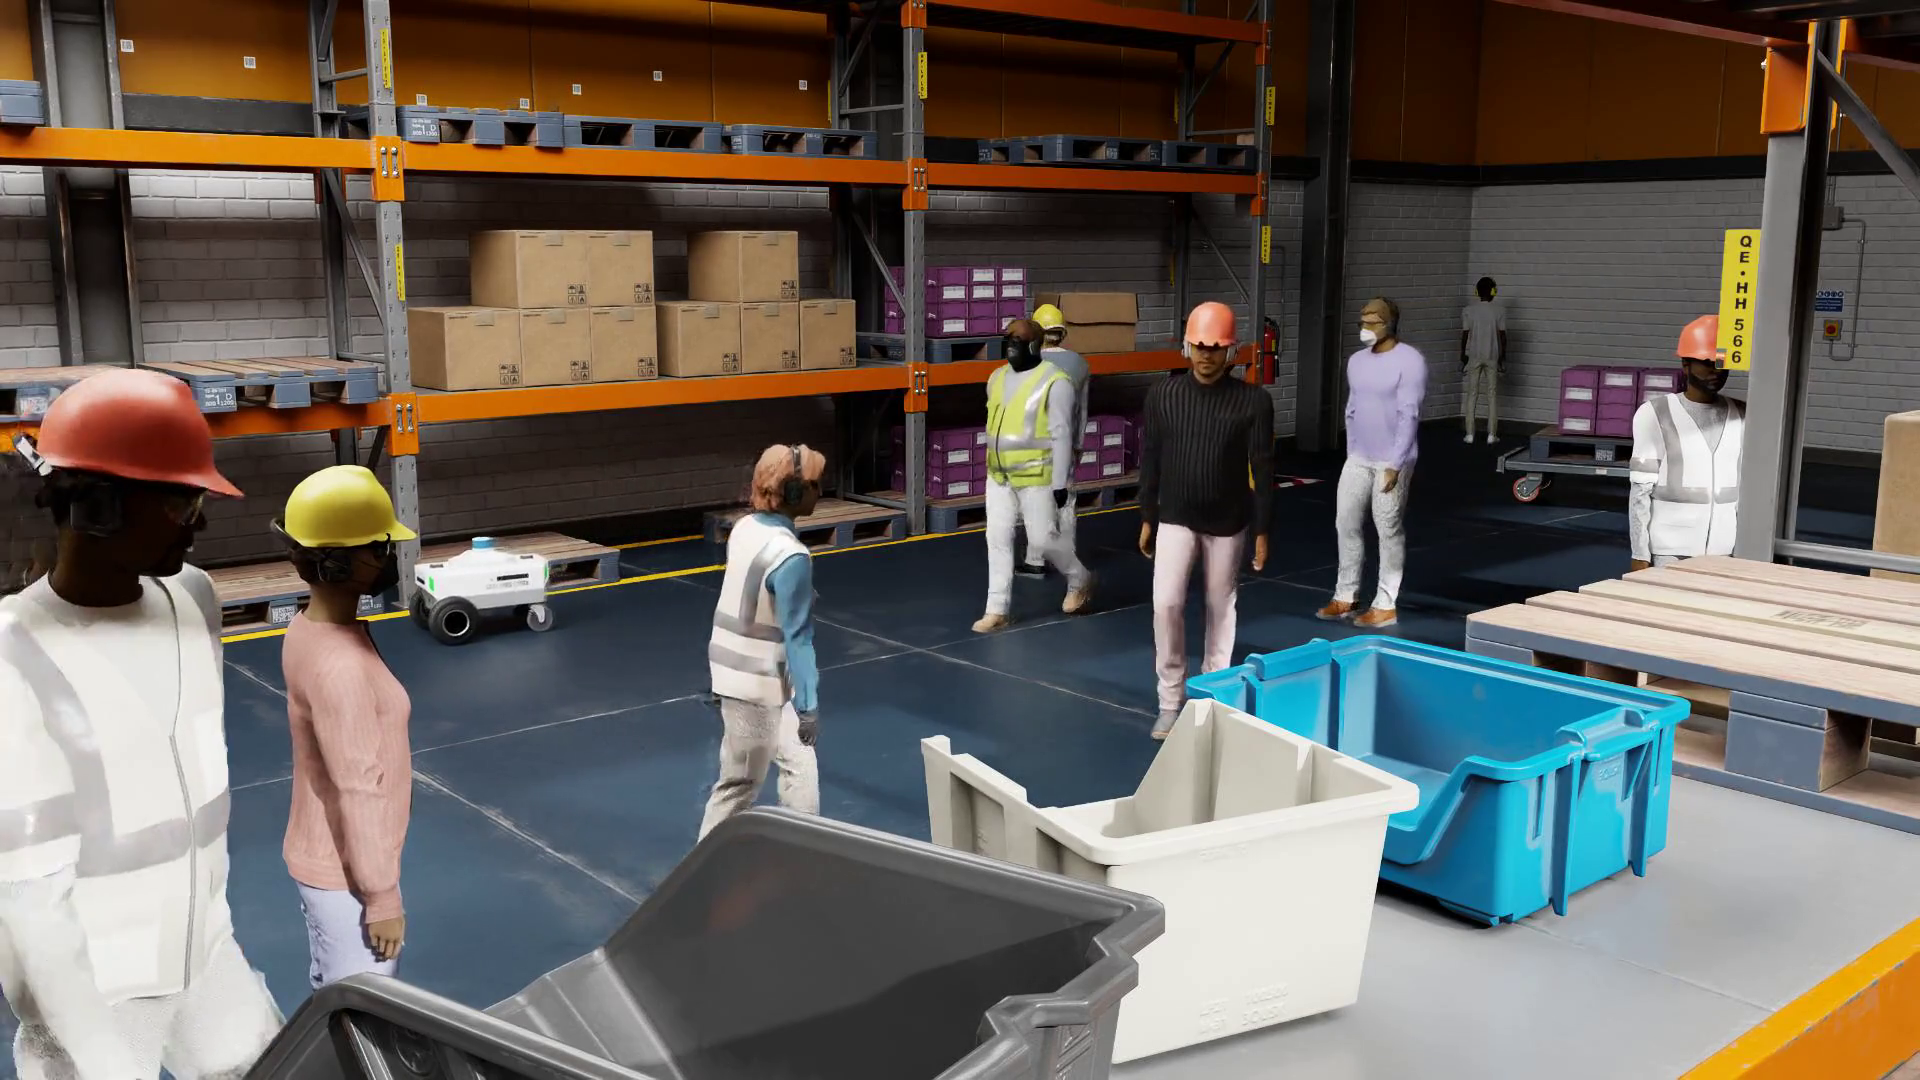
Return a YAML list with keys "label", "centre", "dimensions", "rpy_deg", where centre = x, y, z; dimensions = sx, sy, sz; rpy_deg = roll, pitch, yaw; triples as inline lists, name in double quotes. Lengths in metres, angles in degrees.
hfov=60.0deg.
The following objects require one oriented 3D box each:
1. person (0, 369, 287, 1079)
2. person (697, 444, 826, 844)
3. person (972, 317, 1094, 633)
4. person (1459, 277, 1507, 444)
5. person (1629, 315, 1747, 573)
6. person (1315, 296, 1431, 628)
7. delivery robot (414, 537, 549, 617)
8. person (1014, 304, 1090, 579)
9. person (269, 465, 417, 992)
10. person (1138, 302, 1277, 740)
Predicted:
- label: "person"
  centre: [-1.371, 0.729, 2.824]
  dimensions: [0.514, 2.025, 0.622]
  rpy_deg: [3, 11, 18]
- label: "person"
  centre: [-0.585, 0.488, 5.387]
  dimensions: [0.772, 1.595, 0.523]
  rpy_deg: [-4, 11, -22]
- label: "person"
  centre: [0.427, -0.388, 9.702]
  dimensions: [0.632, 1.820, 0.801]
  rpy_deg: [10, 14, 44]
- label: "person"
  centre: [5.866, -2.009, 18.642]
  dimensions: [0.517, 1.865, 0.327]
  rpy_deg: [4, 11, 20]
- label: "person"
  centre: [3.109, 0.020, 7.068]
  dimensions: [0.545, 1.939, 0.354]
  rpy_deg: [-1, 10, -7]
- label: "person"
  centre: [2.415, -0.441, 9.668]
  dimensions: [0.480, 1.930, 0.648]
  rpy_deg: [-6, 12, -31]
- label: "delivery robot"
  centre: [-2.729, 0.226, 9.523]
  dimensions: [0.707, 0.478, 0.477]
  rpy_deg: [-6, 12, -31]
- label: "person"
  centre: [0.584, -0.656, 11.145]
  dimensions: [0.593, 1.833, 0.404]
  rpy_deg: [-7, 12, -33]
- label: "person"
  centre: [-1.314, 0.716, 3.652]
  dimensions: [0.309, 1.769, 0.525]
  rpy_deg: [-6, 12, -28]
- label: "person"
  centre: [1.090, -0.071, 7.466]
  dimensions: [0.642, 1.966, 0.772]
  rpy_deg: [3, 11, 17]
